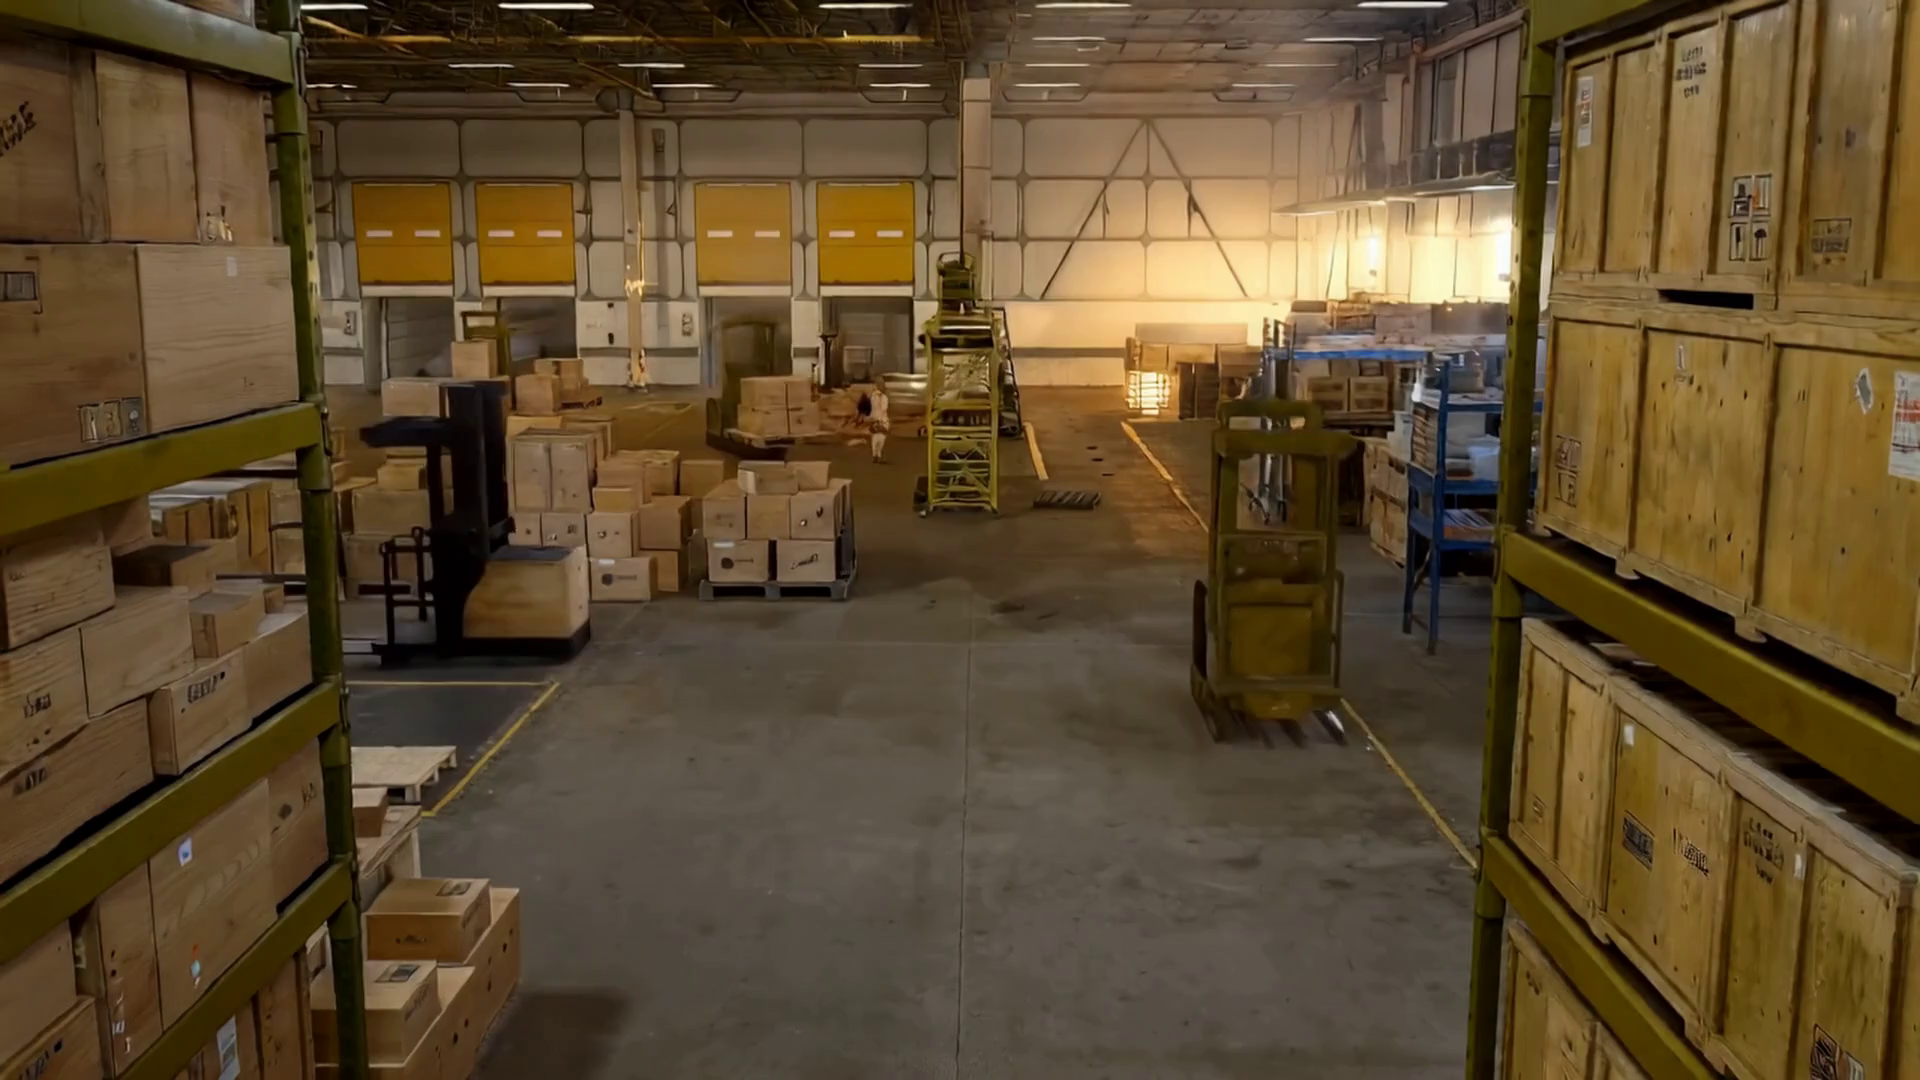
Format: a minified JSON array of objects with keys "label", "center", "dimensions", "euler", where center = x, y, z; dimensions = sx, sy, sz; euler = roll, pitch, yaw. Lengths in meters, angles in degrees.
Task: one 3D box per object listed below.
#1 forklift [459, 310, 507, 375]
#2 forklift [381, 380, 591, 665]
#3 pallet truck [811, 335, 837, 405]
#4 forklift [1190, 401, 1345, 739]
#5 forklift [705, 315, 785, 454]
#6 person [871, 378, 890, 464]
[{"label":"forklift","center":[-10.776,-3.806,37.658],"dimensions":[1.129,2.768,1.873],"euler":[0,10,1]},{"label":"forklift","center":[-4.818,-0.202,16.866],"dimensions":[1.873,2.768,1.129],"euler":[0,10,0]},{"label":"pallet truck","center":[-3.021,-4.312,43.126],"dimensions":[1.885,1.965,0.823],"euler":[3,10,17]},{"label":"forklift","center":[2.699,0.166,14.742],"dimensions":[1.129,2.768,1.873],"euler":[0,10,1]},{"label":"forklift","center":[-4.554,-3.289,34.675],"dimensions":[1.129,2.768,1.873],"euler":[-5,11,-27]},{"label":"person","center":[-1.569,-2.339,32.638],"dimensions":[0.321,1.689,0.530],"euler":[-6,11,-30]}]
